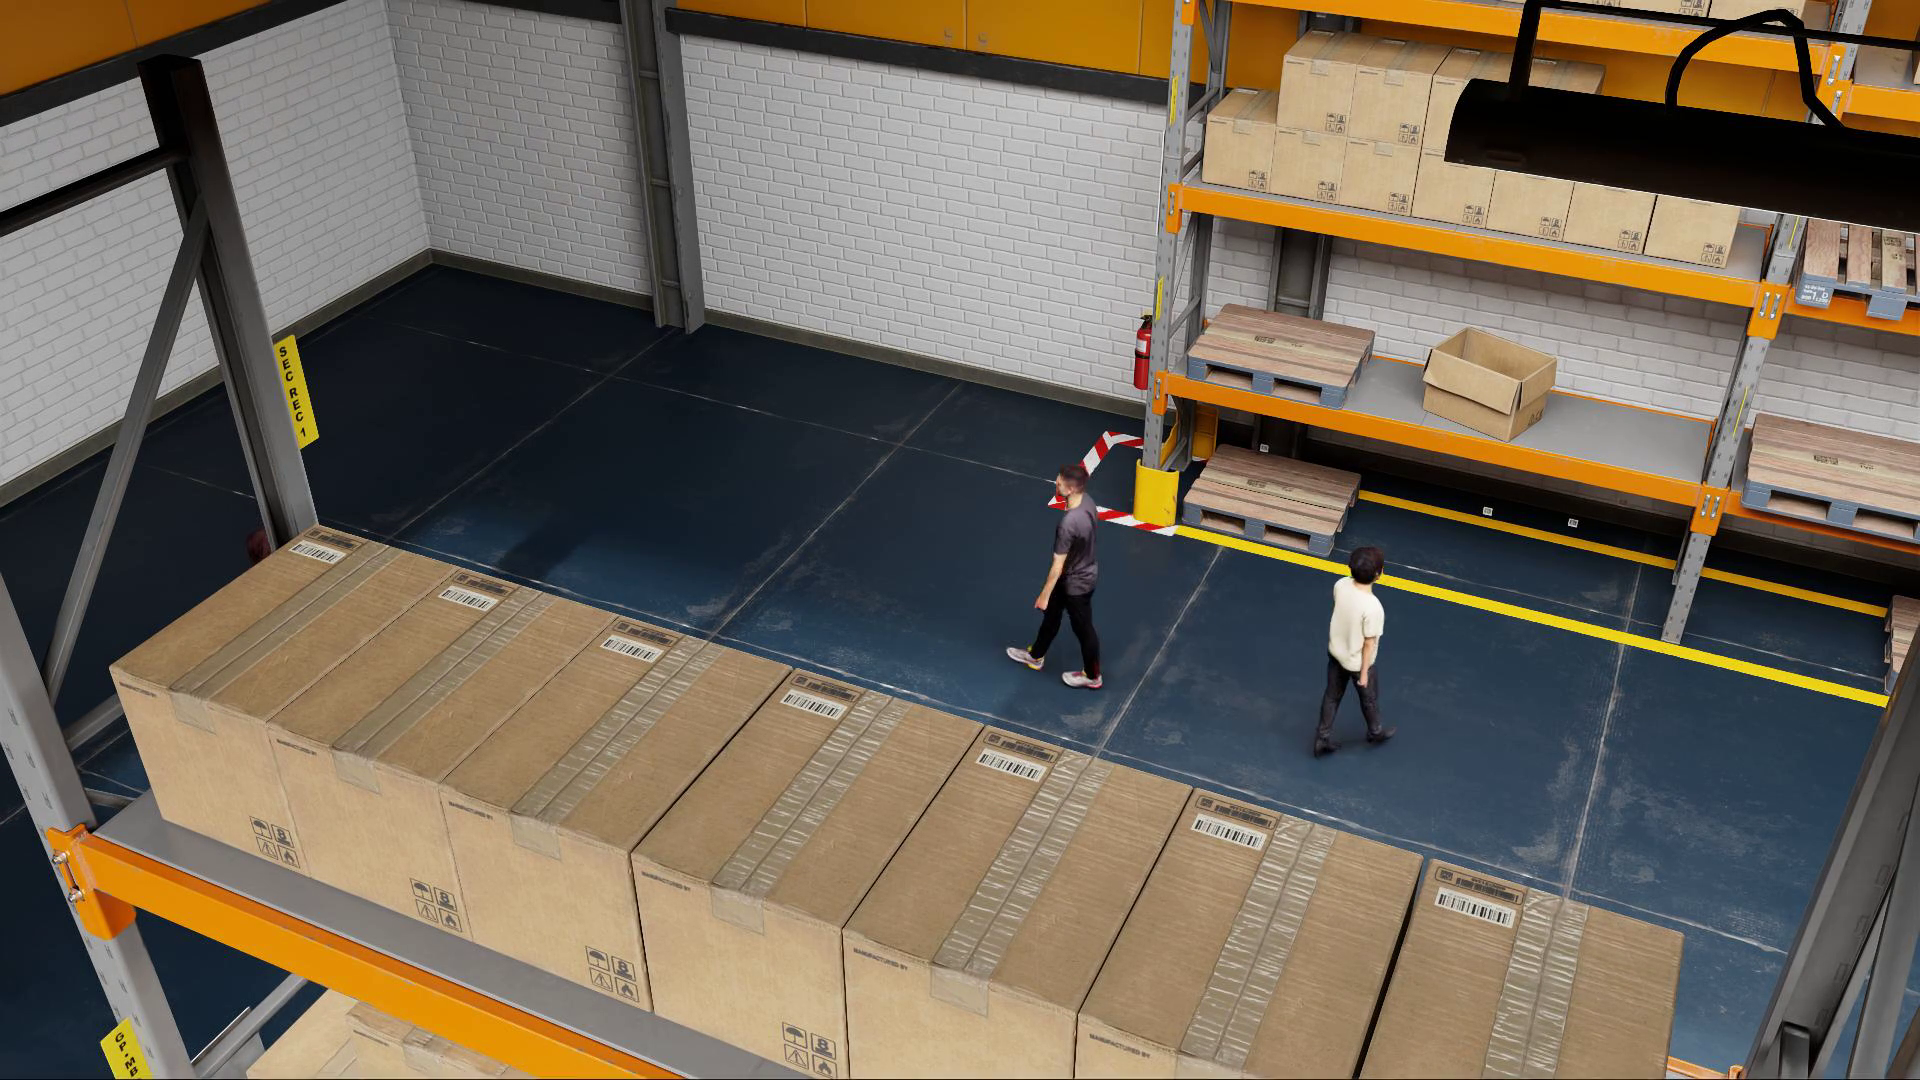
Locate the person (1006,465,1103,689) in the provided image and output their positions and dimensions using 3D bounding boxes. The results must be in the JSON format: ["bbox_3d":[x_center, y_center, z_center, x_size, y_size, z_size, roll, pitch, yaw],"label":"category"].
[{"bbox_3d":[0.844,0.285,11.099,0.994,1.740,0.785,7,34,11],"label":"person"}]

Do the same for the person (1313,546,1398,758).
[{"bbox_3d":[2.436,0.757,10.546,0.916,1.566,0.892,-17,37,-23],"label":"person"}]
